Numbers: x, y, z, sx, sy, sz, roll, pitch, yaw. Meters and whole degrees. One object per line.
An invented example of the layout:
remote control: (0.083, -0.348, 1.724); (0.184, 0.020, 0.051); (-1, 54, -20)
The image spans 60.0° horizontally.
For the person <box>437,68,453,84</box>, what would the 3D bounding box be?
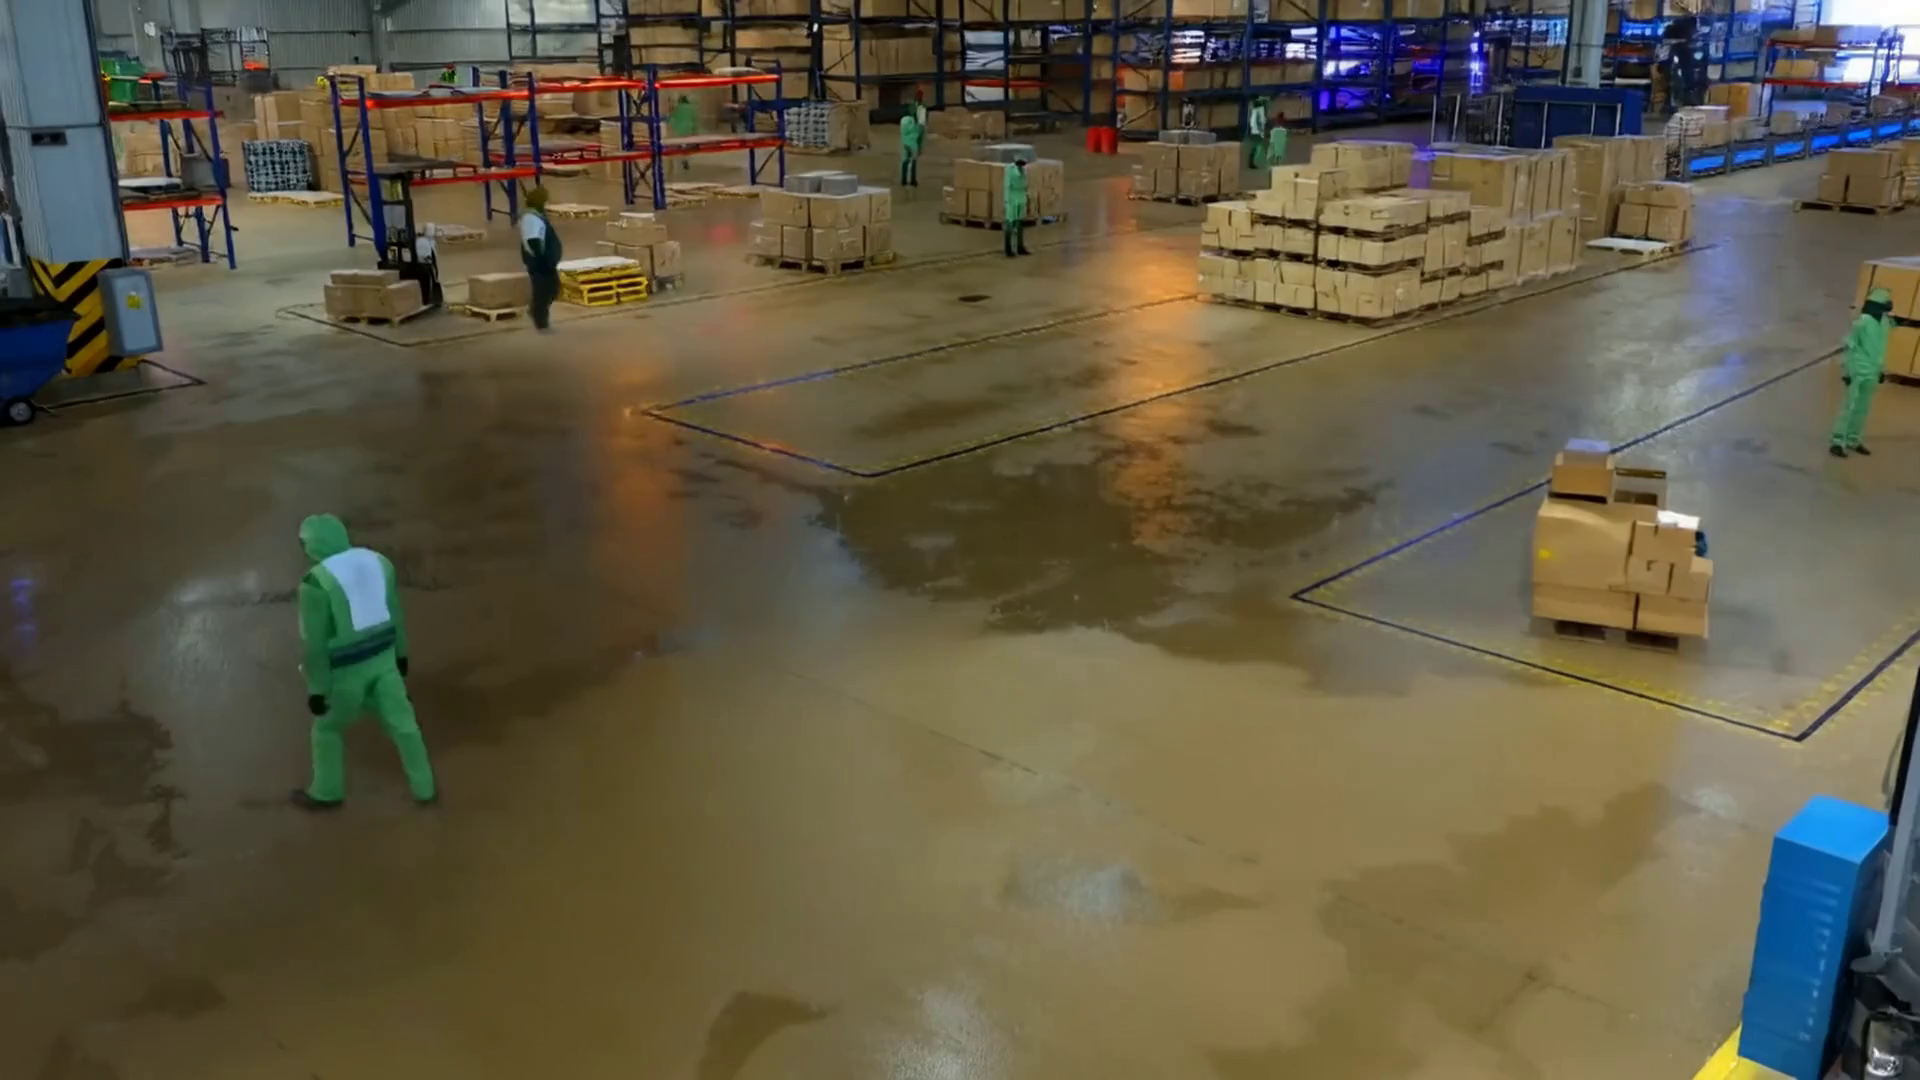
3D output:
person: (-17.603, -15.187, 57.012); (0.552, 1.935, 0.360); (-8, 20, -23)

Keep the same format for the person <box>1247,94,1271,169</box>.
person: (7.940, -10.665, 43.436); (0.902, 1.900, 0.574); (-5, 19, -14)

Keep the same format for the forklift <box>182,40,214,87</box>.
forklift: (-26.453, -15.979, 57.923); (1.129, 2.768, 1.873); (9, 21, 26)

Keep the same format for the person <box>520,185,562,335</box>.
person: (-5.649, -3.783, 22.490); (0.535, 2.000, 0.693); (-2, 18, -6)

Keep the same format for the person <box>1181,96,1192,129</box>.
person: (6.413, -11.735, 47.078); (0.309, 1.638, 0.522); (7, 20, 20)

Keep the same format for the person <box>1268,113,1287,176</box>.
person: (7.233, -8.718, 37.656); (0.516, 1.855, 0.602); (-16, 24, -39)

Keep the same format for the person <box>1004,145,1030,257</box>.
person: (1.031, -5.948, 29.198); (0.542, 1.928, 0.400); (-14, 23, -36)

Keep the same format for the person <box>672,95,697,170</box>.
person: (-7.124, -10.575, 43.180); (0.634, 1.909, 0.970); (-6, 19, -16)

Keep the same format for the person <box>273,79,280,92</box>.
person: (-20.949, -13.159, 50.992); (0.673, 1.927, 0.706); (17, 25, 41)

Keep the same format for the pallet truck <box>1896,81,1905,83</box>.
pallet truck: (34.802, -16.331, 61.455); (0.653, 1.274, 1.630); (17, 25, 41)

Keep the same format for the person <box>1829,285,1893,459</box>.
person: (9.051, -1.679, 16.616); (0.488, 1.743, 0.319); (-6, 19, -17)

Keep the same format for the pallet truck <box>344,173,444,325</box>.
pallet truck: (-8.209, -4.181, 23.757); (0.823, 1.965, 1.885); (3, 19, 9)

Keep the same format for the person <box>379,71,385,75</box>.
person: (-19.616, -15.035, 56.704); (0.429, 1.843, 0.628); (7, 20, 20)

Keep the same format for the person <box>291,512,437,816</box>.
person: (-3.424, 0.712, 9.338); (0.897, 1.785, 0.712); (9, 20, 26)

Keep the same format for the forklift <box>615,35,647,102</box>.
forklift: (-12.749, -17.643, 62.938); (1.873, 2.768, 1.129); (-2, 18, -5)

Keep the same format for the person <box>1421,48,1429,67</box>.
person: (22.047, -22.524, 79.330); (0.919, 1.799, 0.640); (-17, 25, -41)

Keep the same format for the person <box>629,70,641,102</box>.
person: (-11.054, -14.859, 56.073); (0.596, 1.912, 0.385); (-11, 21, -29)

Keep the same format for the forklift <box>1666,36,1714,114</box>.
forklift: (27.341, -17.291, 61.877); (1.129, 2.768, 1.873); (17, 25, 41)

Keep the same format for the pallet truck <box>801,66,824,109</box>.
pallet truck: (-4.812, -15.182, 56.903); (0.823, 1.965, 1.885); (-9, 21, -26)

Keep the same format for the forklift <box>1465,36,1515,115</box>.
forklift: (19.973, -17.201, 61.605); (1.873, 2.768, 1.129); (16, 24, 40)

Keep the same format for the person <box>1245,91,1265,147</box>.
person: (8.785, -12.515, 49.446); (0.540, 1.614, 0.674); (16, 24, 40)

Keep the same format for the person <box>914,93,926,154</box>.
person: (-1.155, -11.848, 47.343); (0.322, 1.691, 0.533); (8, 20, 22)

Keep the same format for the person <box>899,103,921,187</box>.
person: (-1.165, -9.371, 39.468); (0.606, 1.958, 0.379); (13, 23, 35)

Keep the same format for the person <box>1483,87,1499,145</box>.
person: (15.869, -12.605, 49.597); (0.539, 1.714, 0.768); (3, 19, 10)

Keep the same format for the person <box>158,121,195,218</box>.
person: (-16.154, -7.612, 34.188); (0.627, 1.940, 0.371); (12, 22, 33)
